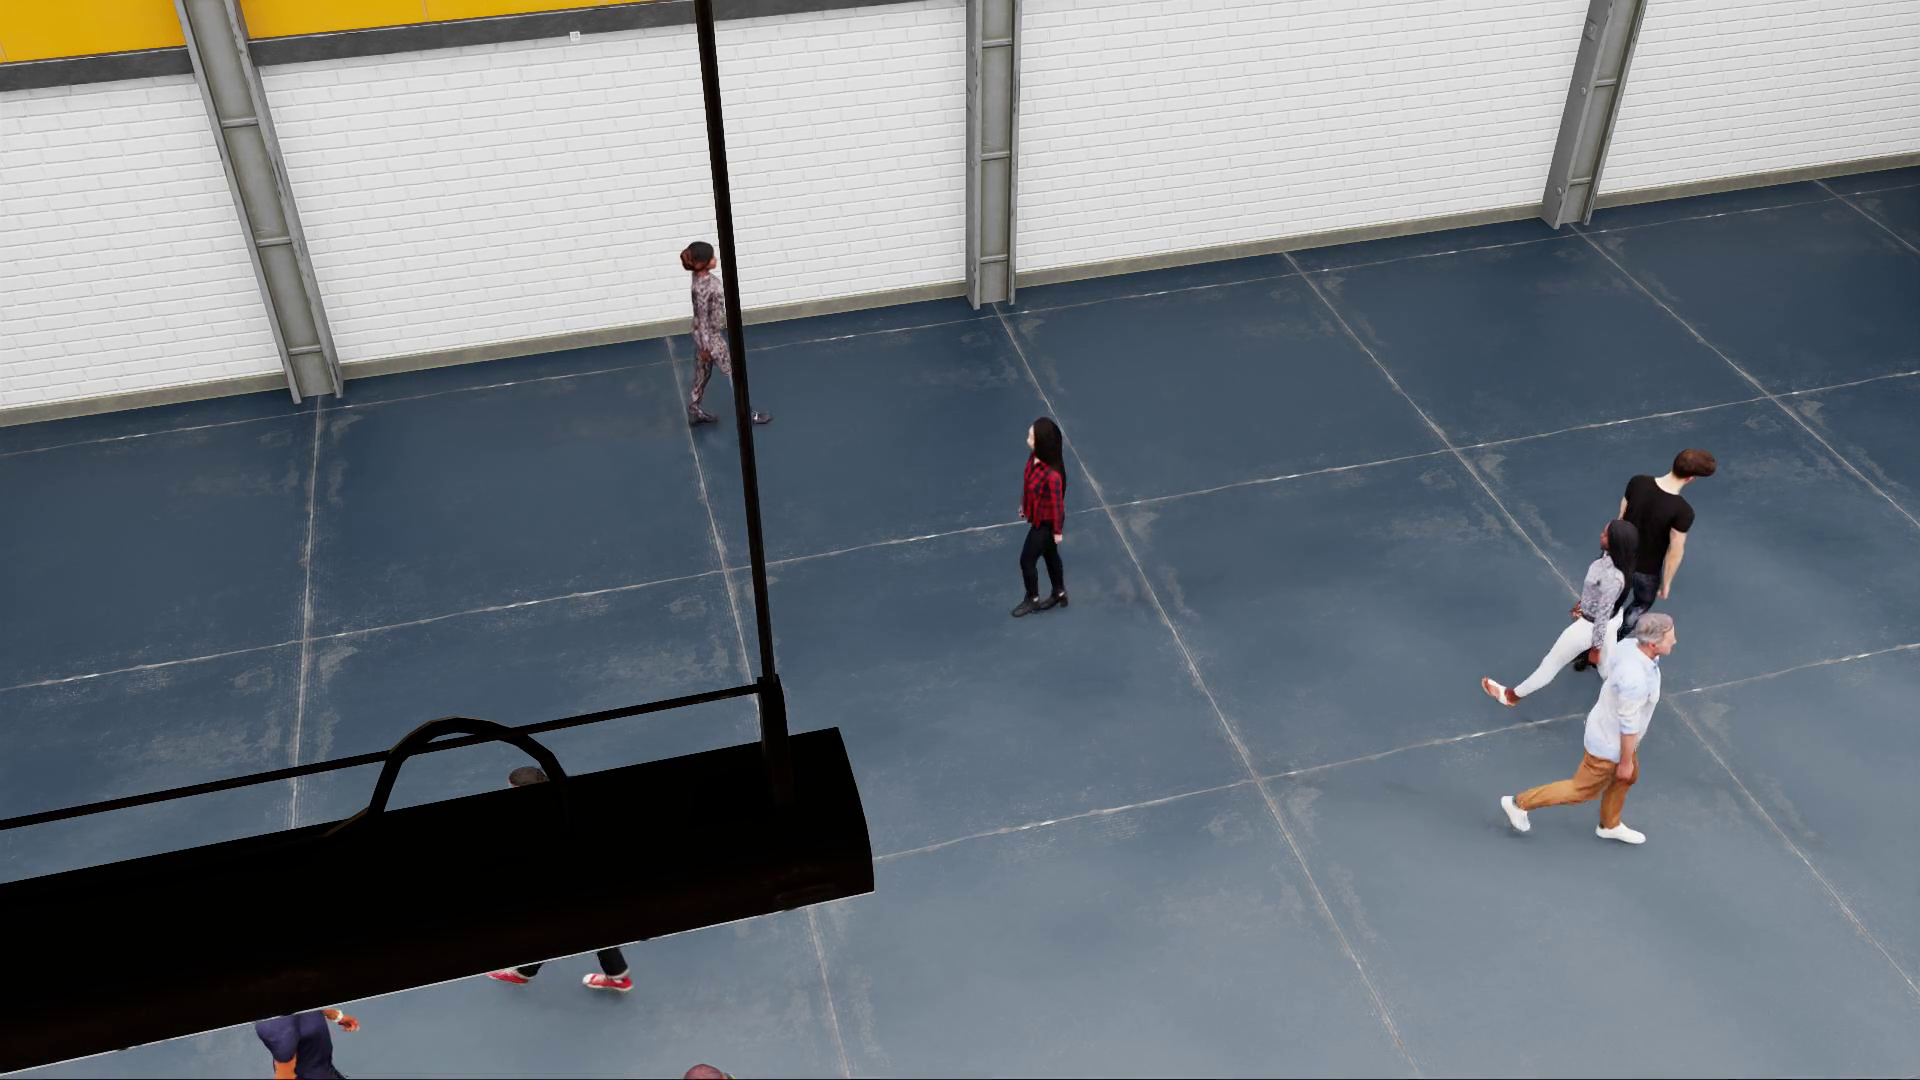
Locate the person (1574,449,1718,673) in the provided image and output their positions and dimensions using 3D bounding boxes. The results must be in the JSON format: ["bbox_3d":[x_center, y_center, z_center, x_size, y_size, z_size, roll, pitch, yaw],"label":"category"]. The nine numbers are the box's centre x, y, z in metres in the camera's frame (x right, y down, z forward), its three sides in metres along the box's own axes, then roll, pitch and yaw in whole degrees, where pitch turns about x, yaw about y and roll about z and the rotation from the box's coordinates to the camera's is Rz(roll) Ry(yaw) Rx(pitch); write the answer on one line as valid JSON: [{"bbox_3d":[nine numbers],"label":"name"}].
[{"bbox_3d":[4.396,0.199,10.954,0.801,1.854,0.842,28,46,30],"label":"person"}]

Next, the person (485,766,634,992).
[{"bbox_3d":[-2.100,1.881,8.949,1.220,1.728,1.027,7,39,9],"label":"person"}]

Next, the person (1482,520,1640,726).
[{"bbox_3d":[4.126,0.612,10.585,1.217,1.670,1.163,20,43,23],"label":"person"}]

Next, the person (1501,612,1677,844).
[{"bbox_3d":[3.767,1.143,9.815,1.217,1.801,1.080,14,41,17],"label":"person"}]

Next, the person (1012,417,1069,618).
[{"bbox_3d":[0.672,-0.164,11.578,0.647,1.643,0.590,-8,39,-10],"label":"person"}]

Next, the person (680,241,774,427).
[{"bbox_3d":[-2.102,-1.624,13.368,0.943,1.690,0.646,-6,39,-8],"label":"person"}]

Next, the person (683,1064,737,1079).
[{"bbox_3d":[-1.078,2.955,7.540,0.827,1.808,0.811,8,39,10],"label":"person"}]
